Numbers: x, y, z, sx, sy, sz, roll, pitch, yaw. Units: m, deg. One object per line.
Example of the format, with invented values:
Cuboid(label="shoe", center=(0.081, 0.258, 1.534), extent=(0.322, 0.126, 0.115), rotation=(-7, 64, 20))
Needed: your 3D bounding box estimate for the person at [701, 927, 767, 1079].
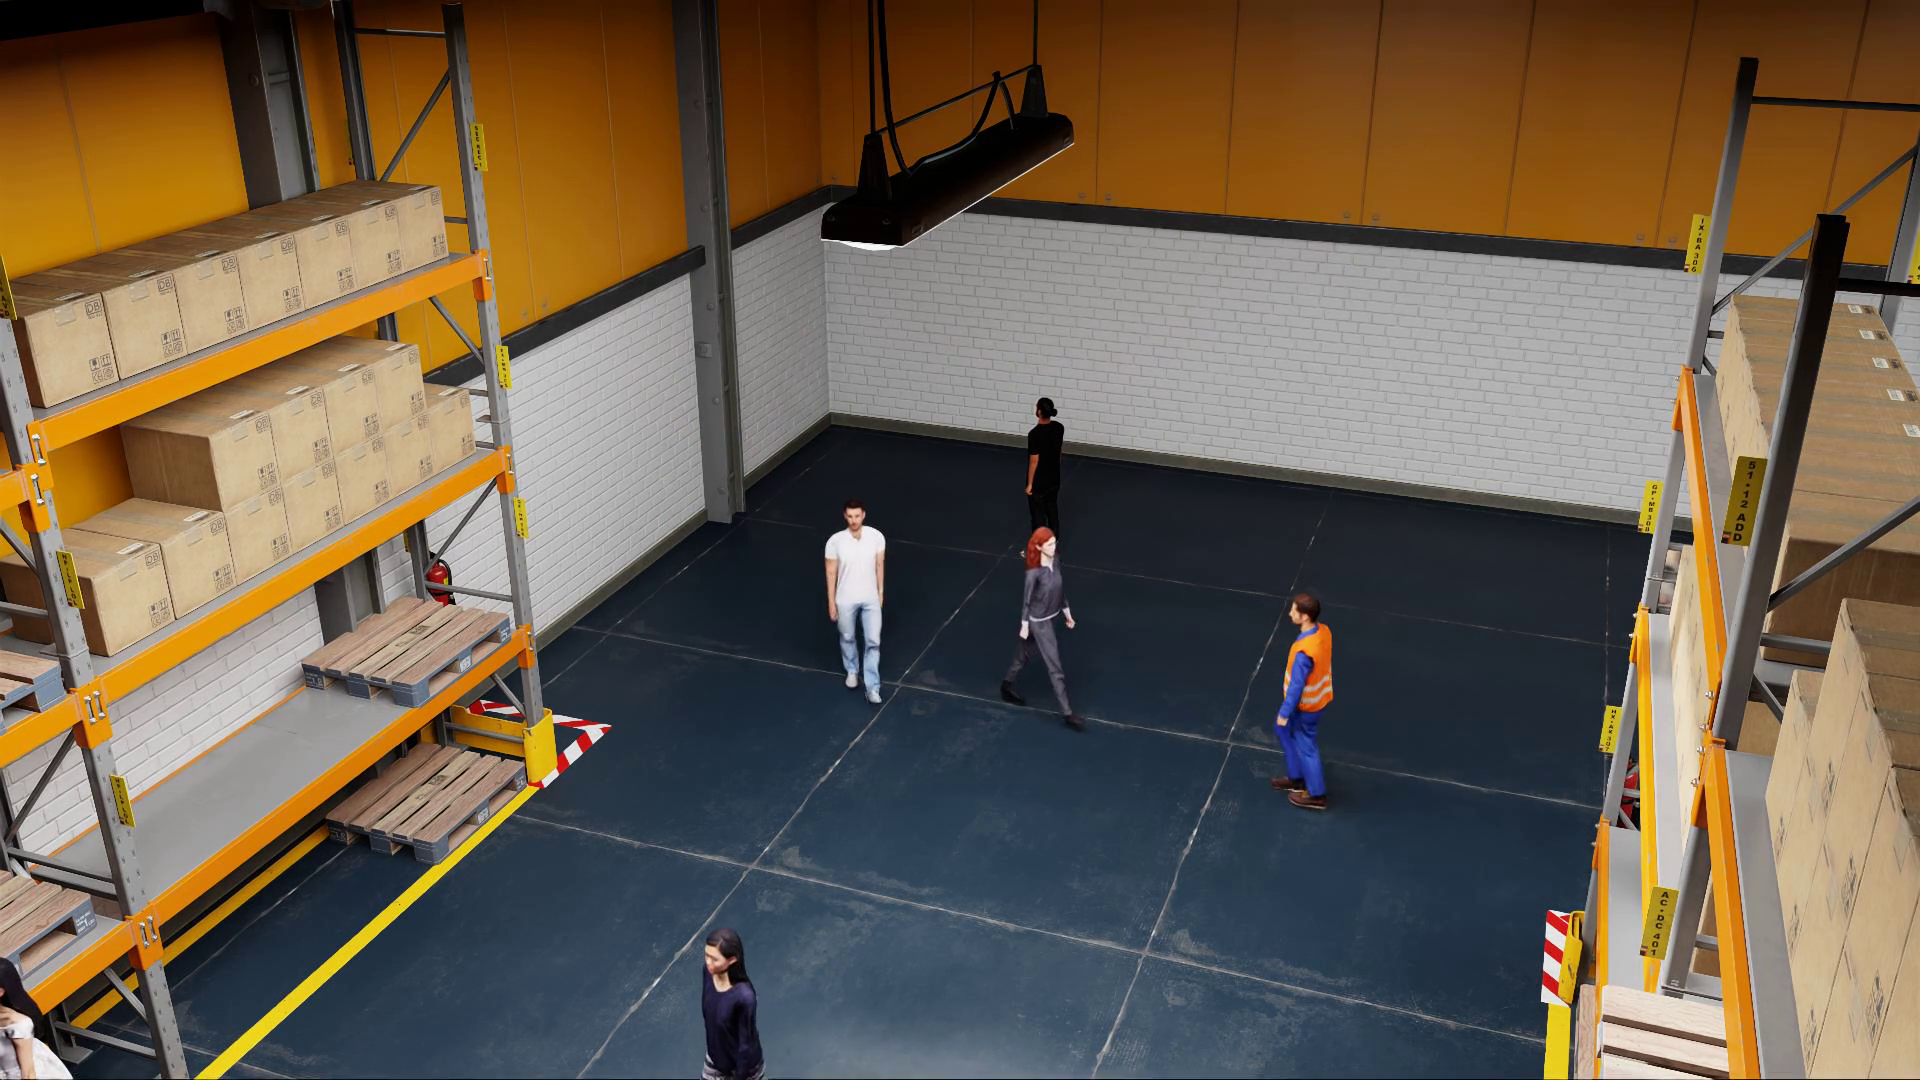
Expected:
Cuboid(label="person", center=(-1.194, 2.856, 9.285), extent=(0.932, 1.684, 1.177), rotation=(22, 32, 40))

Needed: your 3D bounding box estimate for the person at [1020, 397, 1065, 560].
Cuboid(label="person", center=(0.869, -0.634, 17.176), extent=(0.773, 1.759, 0.652), rotation=(22, 32, 40))

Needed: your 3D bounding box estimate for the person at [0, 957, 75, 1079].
Cuboid(label="person", center=(-4.973, 2.967, 8.925), extent=(0.805, 1.769, 0.778), rotation=(-18, 29, -35))

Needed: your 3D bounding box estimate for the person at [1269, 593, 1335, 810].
Cuboid(label="person", center=(2.737, 1.275, 12.713), extent=(0.766, 1.835, 0.639), rotation=(11, 26, 23))

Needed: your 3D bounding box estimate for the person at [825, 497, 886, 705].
Cuboid(label="person", center=(-0.907, 0.466, 14.564), extent=(0.944, 1.834, 1.121), rotation=(-2, 24, -5))

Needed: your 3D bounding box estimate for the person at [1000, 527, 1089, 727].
Cuboid(label="person", center=(0.627, 0.703, 14.166), extent=(0.831, 1.719, 1.157), rotation=(15, 28, 30))
